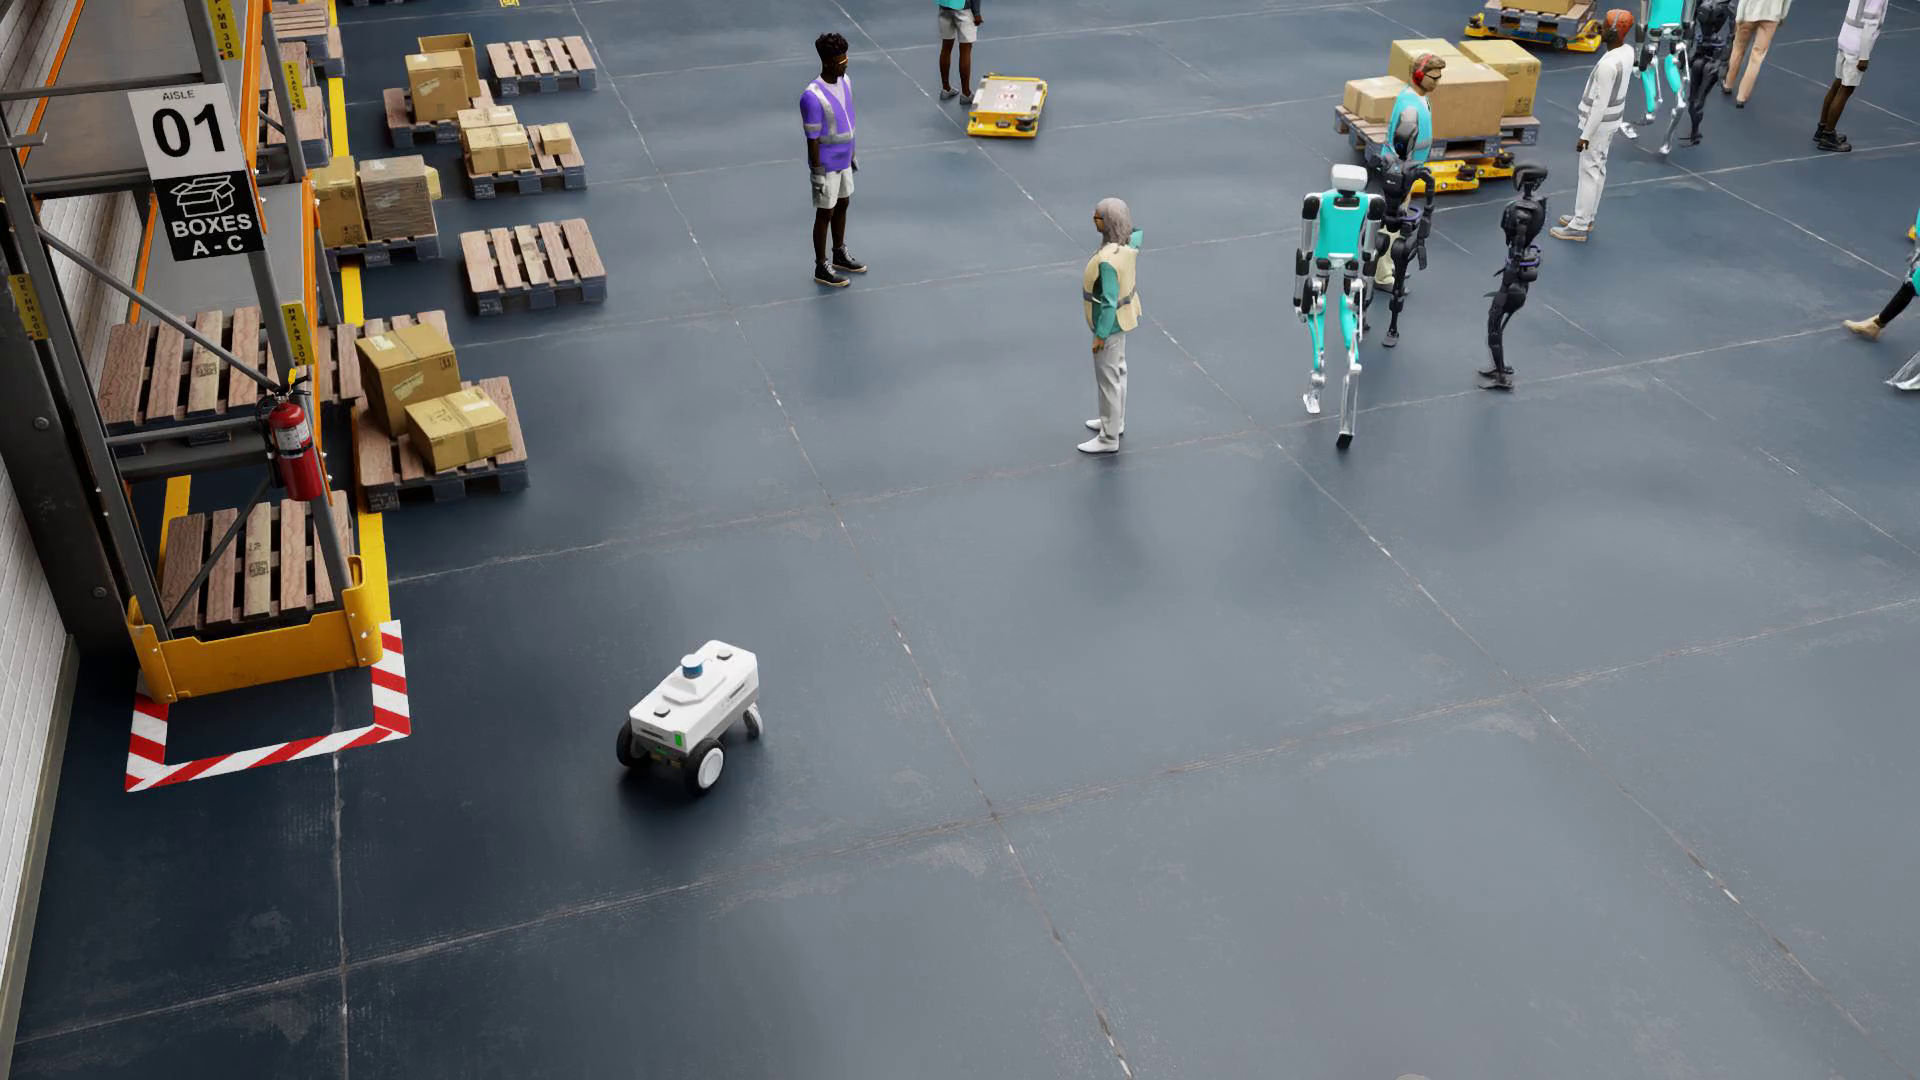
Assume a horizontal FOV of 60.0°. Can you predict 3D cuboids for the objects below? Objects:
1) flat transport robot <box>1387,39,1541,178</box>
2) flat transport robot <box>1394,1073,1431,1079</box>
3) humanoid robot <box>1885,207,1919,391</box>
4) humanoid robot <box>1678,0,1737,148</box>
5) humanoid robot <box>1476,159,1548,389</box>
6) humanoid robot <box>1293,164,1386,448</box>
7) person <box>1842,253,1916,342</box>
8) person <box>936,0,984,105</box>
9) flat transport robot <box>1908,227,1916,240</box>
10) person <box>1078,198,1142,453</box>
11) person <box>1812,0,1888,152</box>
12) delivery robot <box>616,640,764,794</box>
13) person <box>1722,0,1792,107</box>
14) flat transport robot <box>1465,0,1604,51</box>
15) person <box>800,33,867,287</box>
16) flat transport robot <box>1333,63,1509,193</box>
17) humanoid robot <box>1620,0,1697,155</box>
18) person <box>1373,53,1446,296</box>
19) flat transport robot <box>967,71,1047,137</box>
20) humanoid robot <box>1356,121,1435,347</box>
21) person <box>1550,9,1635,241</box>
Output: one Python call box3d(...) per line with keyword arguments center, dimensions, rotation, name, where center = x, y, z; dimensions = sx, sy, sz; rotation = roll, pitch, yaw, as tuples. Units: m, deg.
box3d(center=(4.604, -3.719, 15.563), dimensions=(0.659, 0.231, 1.431), rotation=(-4, 33, -6), name="flat transport robot")
box3d(center=(1.751, 2.577, 5.906), dimensions=(0.659, 0.231, 1.431), rotation=(12, 35, 17), name="flat transport robot")
box3d(center=(6.714, -1.763, 11.256), dimensions=(0.730, 1.825, 0.539), rotation=(7, 34, 11), name="humanoid robot")
box3d(center=(6.982, -4.499, 15.480), dimensions=(0.399, 1.640, 0.602), rotation=(-12, 35, -18), name="humanoid robot")
box3d(center=(3.774, -1.805, 11.346), dimensions=(0.326, 1.649, 0.602), rotation=(12, 35, 17), name="humanoid robot")
box3d(center=(2.461, -1.434, 10.734), dimensions=(0.535, 1.763, 0.973), rotation=(0, 33, 0), name="humanoid robot")
box3d(center=(6.978, -2.070, 11.773), dimensions=(0.907, 1.640, 0.540), rotation=(14, 36, 20), name="person")
box3d(center=(-0.030, -5.290, 16.440), dimensions=(0.550, 1.944, 0.418), rotation=(24, 40, 32), name="person")
box3d(center=(8.467, -2.298, 13.384), dimensions=(0.659, 0.231, 1.431), rotation=(-11, 35, -16), name="flat transport robot")
box3d(center=(0.967, -1.359, 10.623), dimensions=(0.363, 1.708, 0.474), rotation=(9, 34, 13), name="person")
box3d(center=(8.305, -4.561, 15.338), dimensions=(0.383, 1.929, 0.541), rotation=(6, 34, 9), name="person")
box3d(center=(-1.324, 0.862, 8.285), dimensions=(0.517, 0.605, 0.777), rotation=(17, 37, 24), name="delivery robot")
box3d(center=(7.964, -5.201, 16.566), dimensions=(0.483, 1.653, 0.701), rotation=(11, 35, 16), name="person")
box3d(center=(6.469, -5.737, 18.658), dimensions=(1.431, 0.231, 0.659), rotation=(17, 37, 24), name="flat transport robot")
box3d(center=(-0.981, -2.932, 12.814), dimensions=(0.366, 1.959, 0.603), rotation=(15, 36, 22), name="person")
box3d(center=(4.164, -3.539, 15.287), dimensions=(0.659, 0.231, 1.431), rotation=(-5, 33, -8), name="flat transport robot")
box3d(center=(6.454, -4.353, 15.195), dimensions=(0.558, 1.746, 0.971), rotation=(-1, 33, -1), name="humanoid robot")
box3d(center=(3.390, -2.811, 12.734), dimensions=(0.397, 1.837, 0.563), rotation=(9, 34, 14), name="person")
box3d(center=(0.481, -4.312, 16.472), dimensions=(0.659, 0.231, 1.431), rotation=(4, 33, 6), name="flat transport robot")
box3d(center=(3.098, -2.191, 11.919), dimensions=(0.599, 1.654, 0.315), rotation=(21, 39, 29), name="humanoid robot")
box3d(center=(5.189, -3.373, 13.556), dimensions=(0.356, 1.882, 0.572), rotation=(20, 38, 28), name="person")
